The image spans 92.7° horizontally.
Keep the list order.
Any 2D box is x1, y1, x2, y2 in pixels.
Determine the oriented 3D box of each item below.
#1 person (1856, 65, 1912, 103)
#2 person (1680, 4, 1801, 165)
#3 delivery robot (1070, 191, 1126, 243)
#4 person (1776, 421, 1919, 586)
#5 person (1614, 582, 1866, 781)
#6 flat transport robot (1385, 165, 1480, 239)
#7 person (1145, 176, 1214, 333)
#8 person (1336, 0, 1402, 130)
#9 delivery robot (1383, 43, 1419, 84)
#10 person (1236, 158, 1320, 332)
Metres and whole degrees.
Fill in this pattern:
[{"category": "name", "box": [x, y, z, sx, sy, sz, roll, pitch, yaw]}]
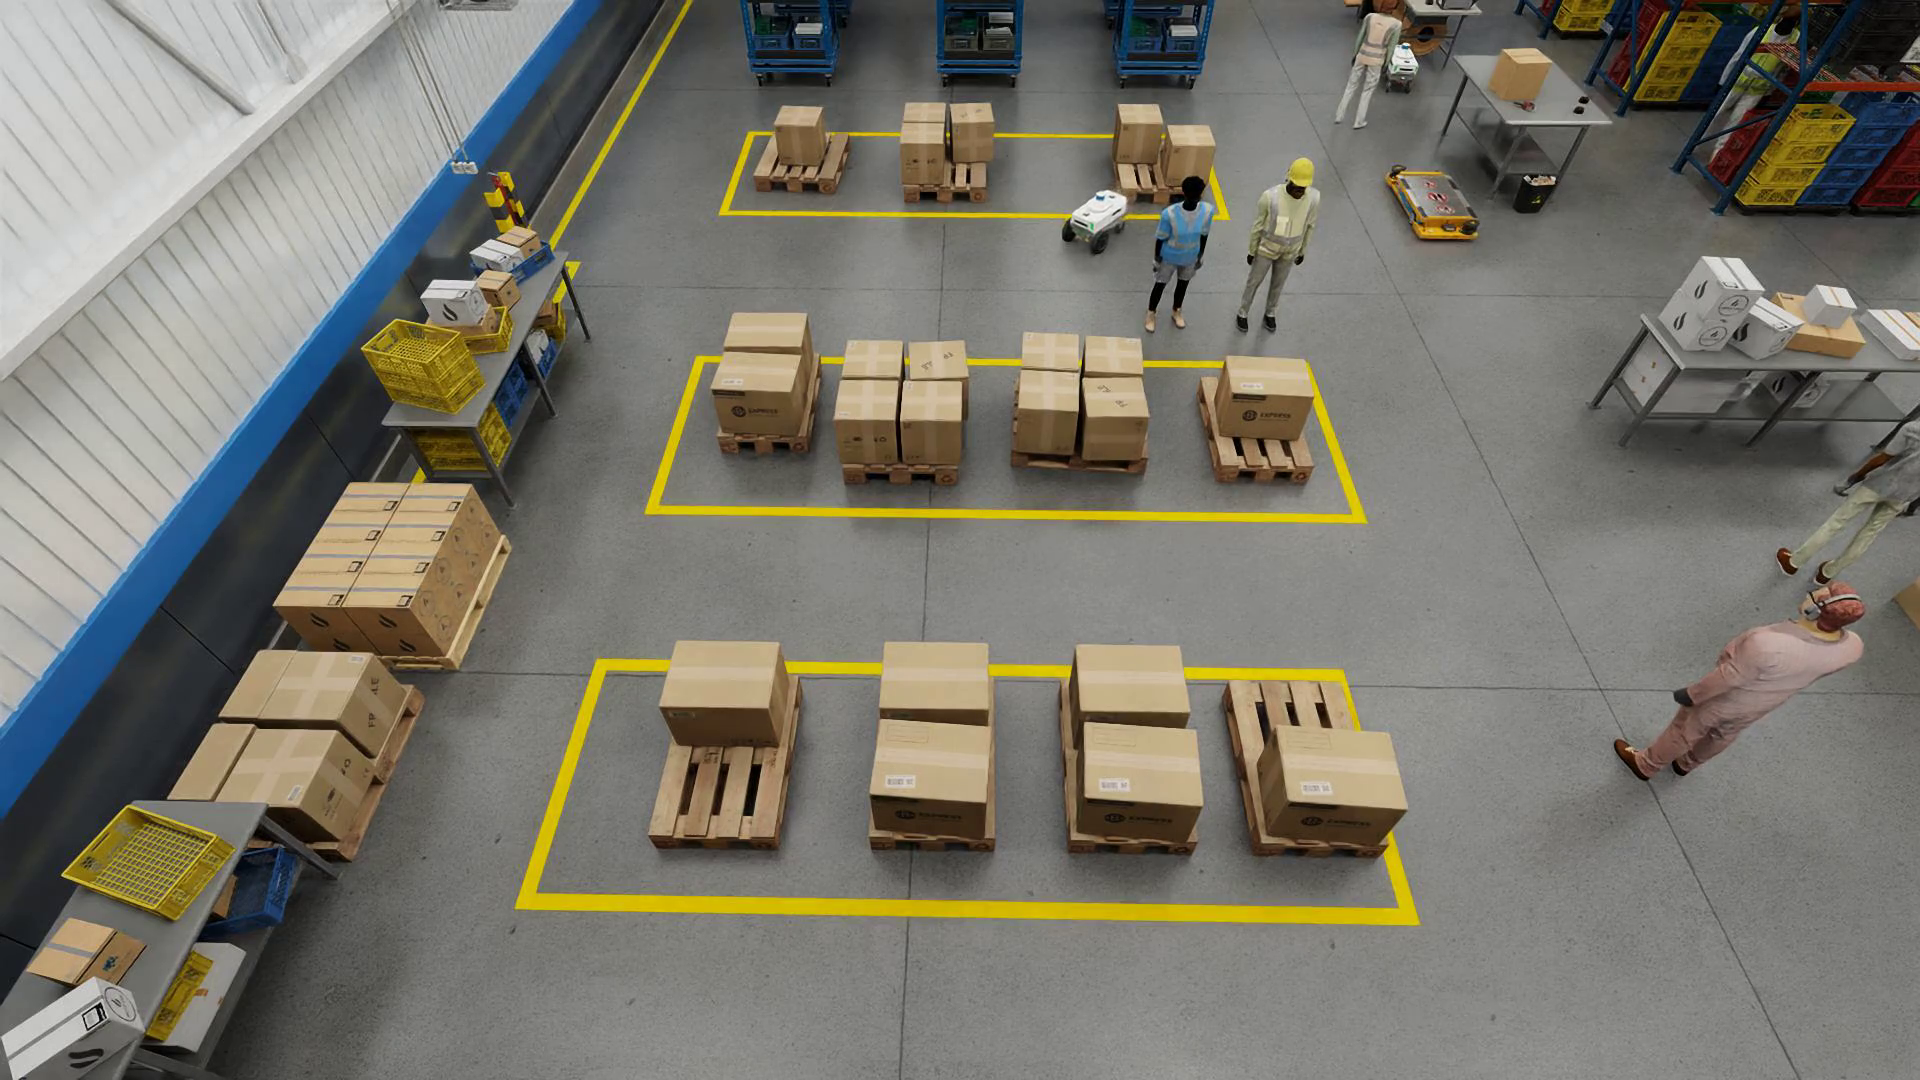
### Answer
[{"category": "person", "box": [13.076, -6.942, 12.430, 0.628, 1.940, 0.373, -32, 56, -25]}, {"category": "person", "box": [9.726, -5.604, 11.333, 0.626, 1.846, 0.429, 26, 54, 21]}, {"category": "delivery robot", "box": [1.590, -3.747, 10.512, 0.477, 0.478, 0.707, 33, 57, 25]}, {"category": "person", "box": [6.859, -0.371, 6.791, 0.520, 1.865, 0.328, 25, 53, 20]}, {"category": "person", "box": [4.795, 0.907, 5.655, 0.639, 1.910, 0.407, -2, 49, -2]}, {"category": "flat transport robot", "box": [5.692, -4.094, 11.059, 0.652, 0.197, 1.431, 1, 49, 1]}, {"category": "person", "box": [2.140, -2.785, 9.000, 0.546, 1.685, 0.323, -8, 50, -7]}, {"category": "person", "box": [5.407, -6.313, 12.091, 0.527, 1.627, 0.323, 33, 57, 25]}, {"category": "delivery robot", "box": [6.373, -6.919, 13.258, 0.477, 0.478, 0.707, 4, 49, 4]}, {"category": "person", "box": [3.114, -2.863, 8.975, 0.597, 1.824, 0.403, -2, 49, -1]}]
